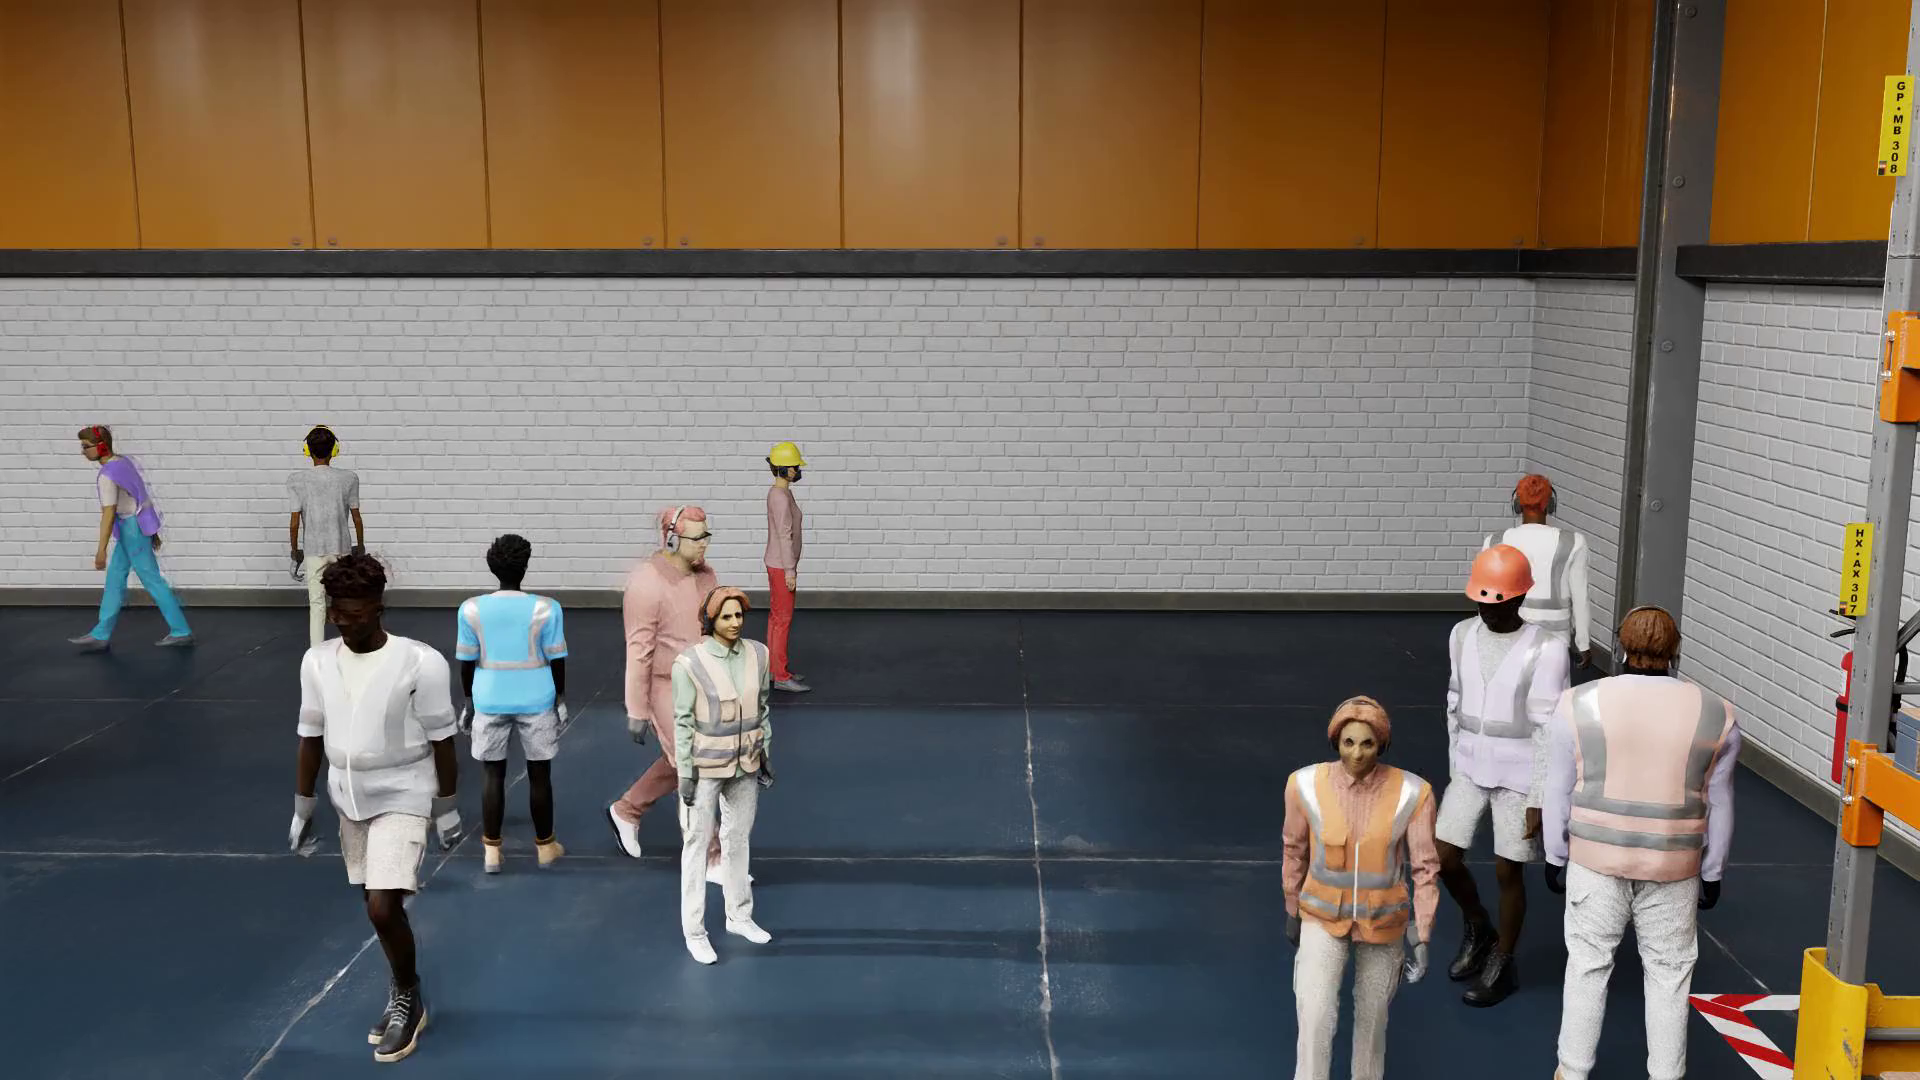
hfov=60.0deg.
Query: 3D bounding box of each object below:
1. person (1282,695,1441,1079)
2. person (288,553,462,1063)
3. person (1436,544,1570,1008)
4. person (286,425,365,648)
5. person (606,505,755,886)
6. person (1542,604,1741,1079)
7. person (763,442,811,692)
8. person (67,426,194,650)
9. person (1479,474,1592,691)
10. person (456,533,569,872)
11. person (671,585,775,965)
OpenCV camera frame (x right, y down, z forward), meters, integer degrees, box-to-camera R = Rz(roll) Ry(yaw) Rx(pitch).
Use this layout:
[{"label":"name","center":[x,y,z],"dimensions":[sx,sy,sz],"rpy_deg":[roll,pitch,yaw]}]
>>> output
[{"label":"person","center":[1.318,1.314,5.531],"dimensions":[0.514,1.598,0.818],"rpy_deg":[2,10,13]},{"label":"person","center":[-2.245,1.010,6.302],"dimensions":[0.611,1.940,0.599],"rpy_deg":[3,10,18]},{"label":"person","center":[2.160,0.957,6.723],"dimensions":[0.411,1.910,0.549],"rpy_deg":[-8,12,-40]},{"label":"person","center":[-4.533,0.110,11.927],"dimensions":[0.532,1.870,0.318],"rpy_deg":[-4,10,-25]},{"label":"person","center":[-1.418,0.739,8.168],"dimensions":[0.893,1.870,0.656],"rpy_deg":[4,10,24]},{"label":"person","center":[2.393,1.134,5.910],"dimensions":[0.630,1.835,0.429],"rpy_deg":[3,10,17]},{"label":"person","center":[-1.228,0.187,11.777],"dimensions":[0.316,1.769,0.525],"rpy_deg":[-2,10,-12]},{"label":"person","center":[-6.496,-0.002,12.889],"dimensions":[0.978,1.767,0.573],"rpy_deg":[-3,10,-20]},{"label":"person","center":[3.179,0.561,9.241],"dimensions":[0.605,1.863,0.794],"rpy_deg":[6,11,34]},{"label":"person","center":[-2.207,0.811,8.247],"dimensions":[0.540,1.697,0.324],"rpy_deg":[0,9,-1]},{"label":"person","center":[-1.030,1.001,7.270],"dimensions":[0.515,1.641,0.314],"rpy_deg":[-9,13,-43]}]
